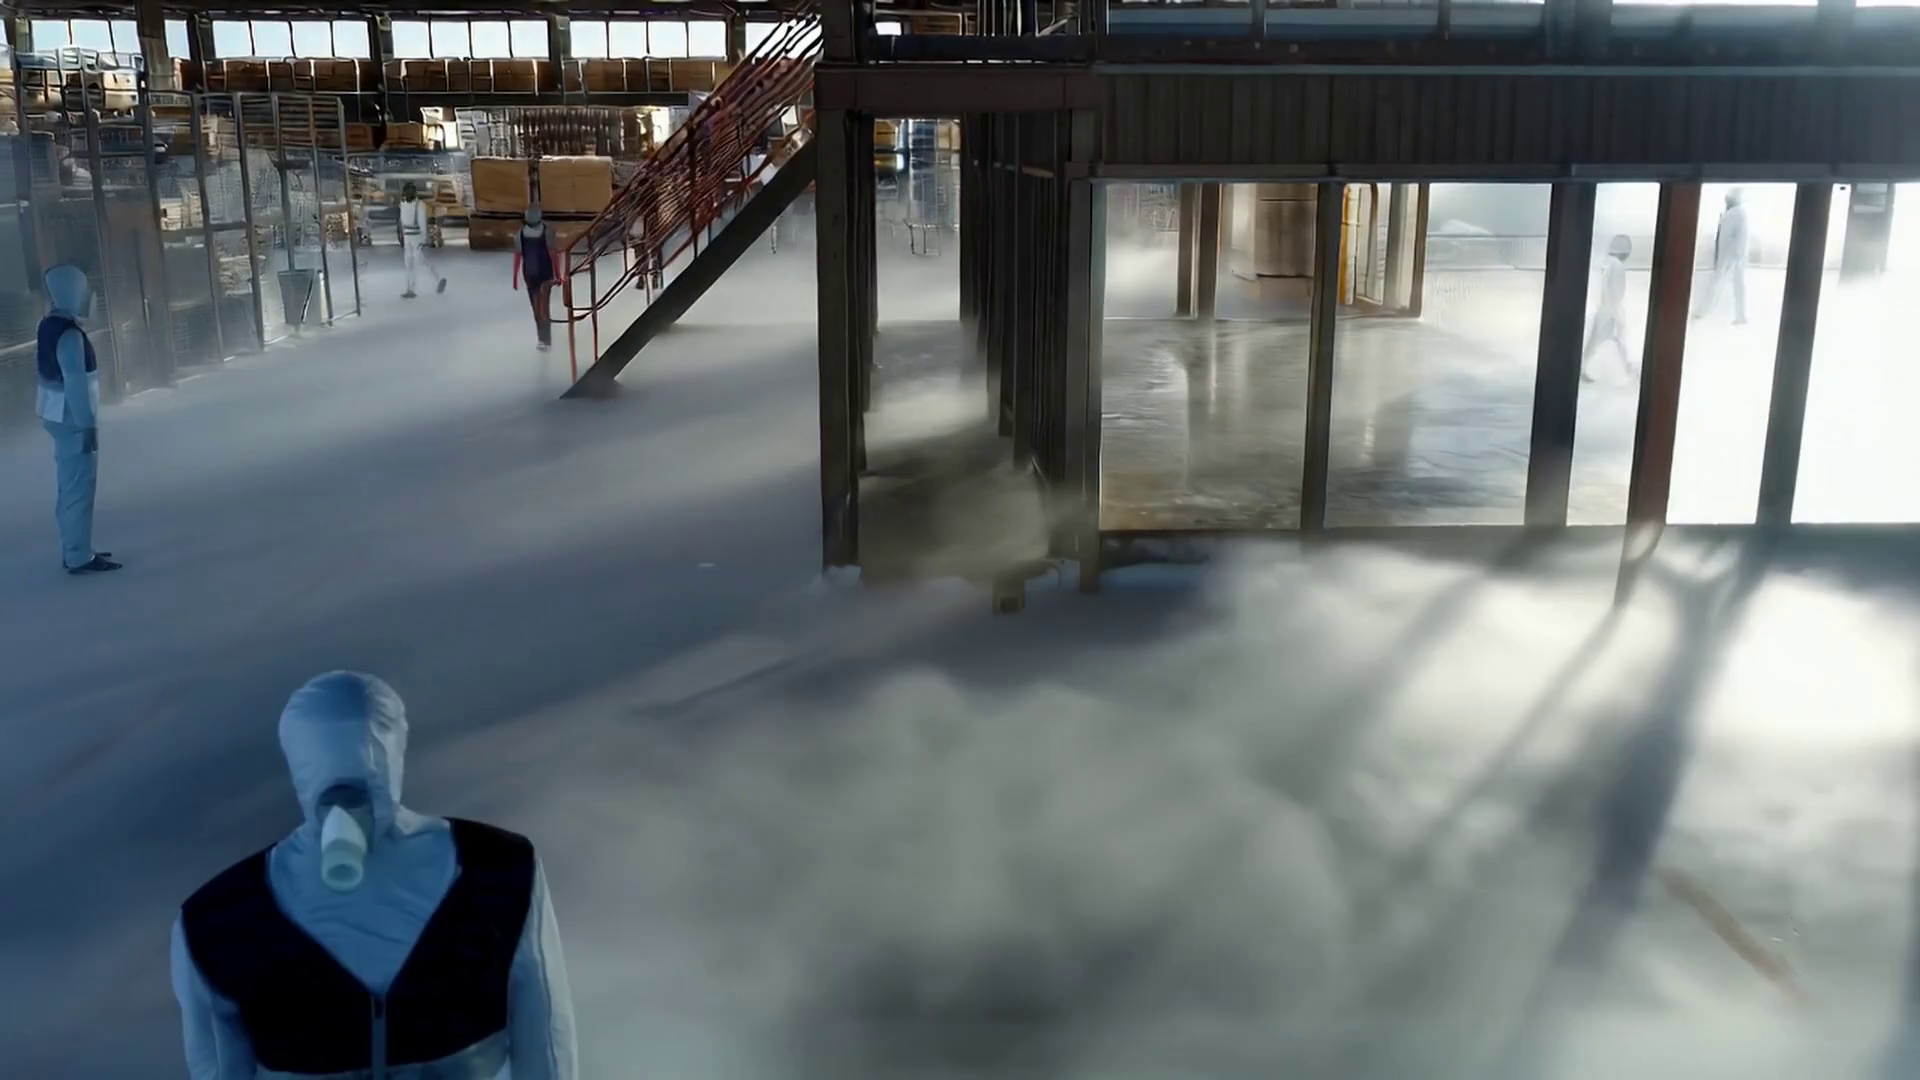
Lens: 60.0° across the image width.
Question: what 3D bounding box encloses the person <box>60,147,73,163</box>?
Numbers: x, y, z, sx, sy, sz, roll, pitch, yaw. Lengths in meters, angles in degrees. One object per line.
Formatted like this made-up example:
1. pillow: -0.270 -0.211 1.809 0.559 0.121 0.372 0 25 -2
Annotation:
1. person: -40.234 -16.849 75.004 0.521 1.734 0.820 0 14 -1

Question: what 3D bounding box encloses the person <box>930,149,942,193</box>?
1. person: -0.960 -14.798 66.749 0.557 1.751 0.363 -11 18 -37

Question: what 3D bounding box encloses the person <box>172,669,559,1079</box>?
1. person: -0.977 1.116 2.854 0.585 1.911 0.391 -7 16 -25

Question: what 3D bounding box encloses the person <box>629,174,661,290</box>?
1. person: -5.298 -5.175 27.935 0.551 1.933 0.376 -8 16 -28

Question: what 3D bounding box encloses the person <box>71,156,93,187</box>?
1. person: -23.831 -9.447 45.098 0.680 1.879 0.757 2 14 6

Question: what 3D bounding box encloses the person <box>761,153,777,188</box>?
1. person: -5.730 -10.506 49.306 0.577 1.900 0.649 5 15 21

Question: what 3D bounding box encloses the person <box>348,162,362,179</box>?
1. person: -14.841 -8.340 40.838 0.420 1.819 0.610 -3 14 -11

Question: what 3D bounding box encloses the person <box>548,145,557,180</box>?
1. person: -18.255 -16.808 74.708 0.840 1.801 0.591 -4 15 -17

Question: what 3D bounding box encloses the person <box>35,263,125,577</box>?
1. person: -5.448 -0.730 10.219 0.383 1.912 0.591 -10 17 -36

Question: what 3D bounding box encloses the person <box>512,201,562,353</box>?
1. person: -5.156 -3.168 20.152 0.550 1.813 0.849 0 14 0

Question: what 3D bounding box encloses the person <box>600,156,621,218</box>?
1. person: -8.485 -8.310 40.369 0.474 1.977 0.655 1 14 4

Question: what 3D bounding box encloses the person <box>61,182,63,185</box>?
1. person: -30.400 -12.216 55.947 1.000 1.994 0.633 1 14 5

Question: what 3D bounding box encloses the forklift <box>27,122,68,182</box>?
1. forklift: -35.376 -14.773 64.377 1.129 2.768 1.873 -1 14 -2

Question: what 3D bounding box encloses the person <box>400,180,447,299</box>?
1. person: -8.650 -4.807 26.607 0.576 1.866 0.763 9 17 32

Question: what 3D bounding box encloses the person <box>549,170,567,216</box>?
1. person: -9.663 -8.020 39.856 0.978 1.661 0.487 -3 14 -12

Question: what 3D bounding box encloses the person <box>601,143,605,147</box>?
1. person: -18.630 -19.870 86.932 0.583 1.807 0.958 -2 14 -8
